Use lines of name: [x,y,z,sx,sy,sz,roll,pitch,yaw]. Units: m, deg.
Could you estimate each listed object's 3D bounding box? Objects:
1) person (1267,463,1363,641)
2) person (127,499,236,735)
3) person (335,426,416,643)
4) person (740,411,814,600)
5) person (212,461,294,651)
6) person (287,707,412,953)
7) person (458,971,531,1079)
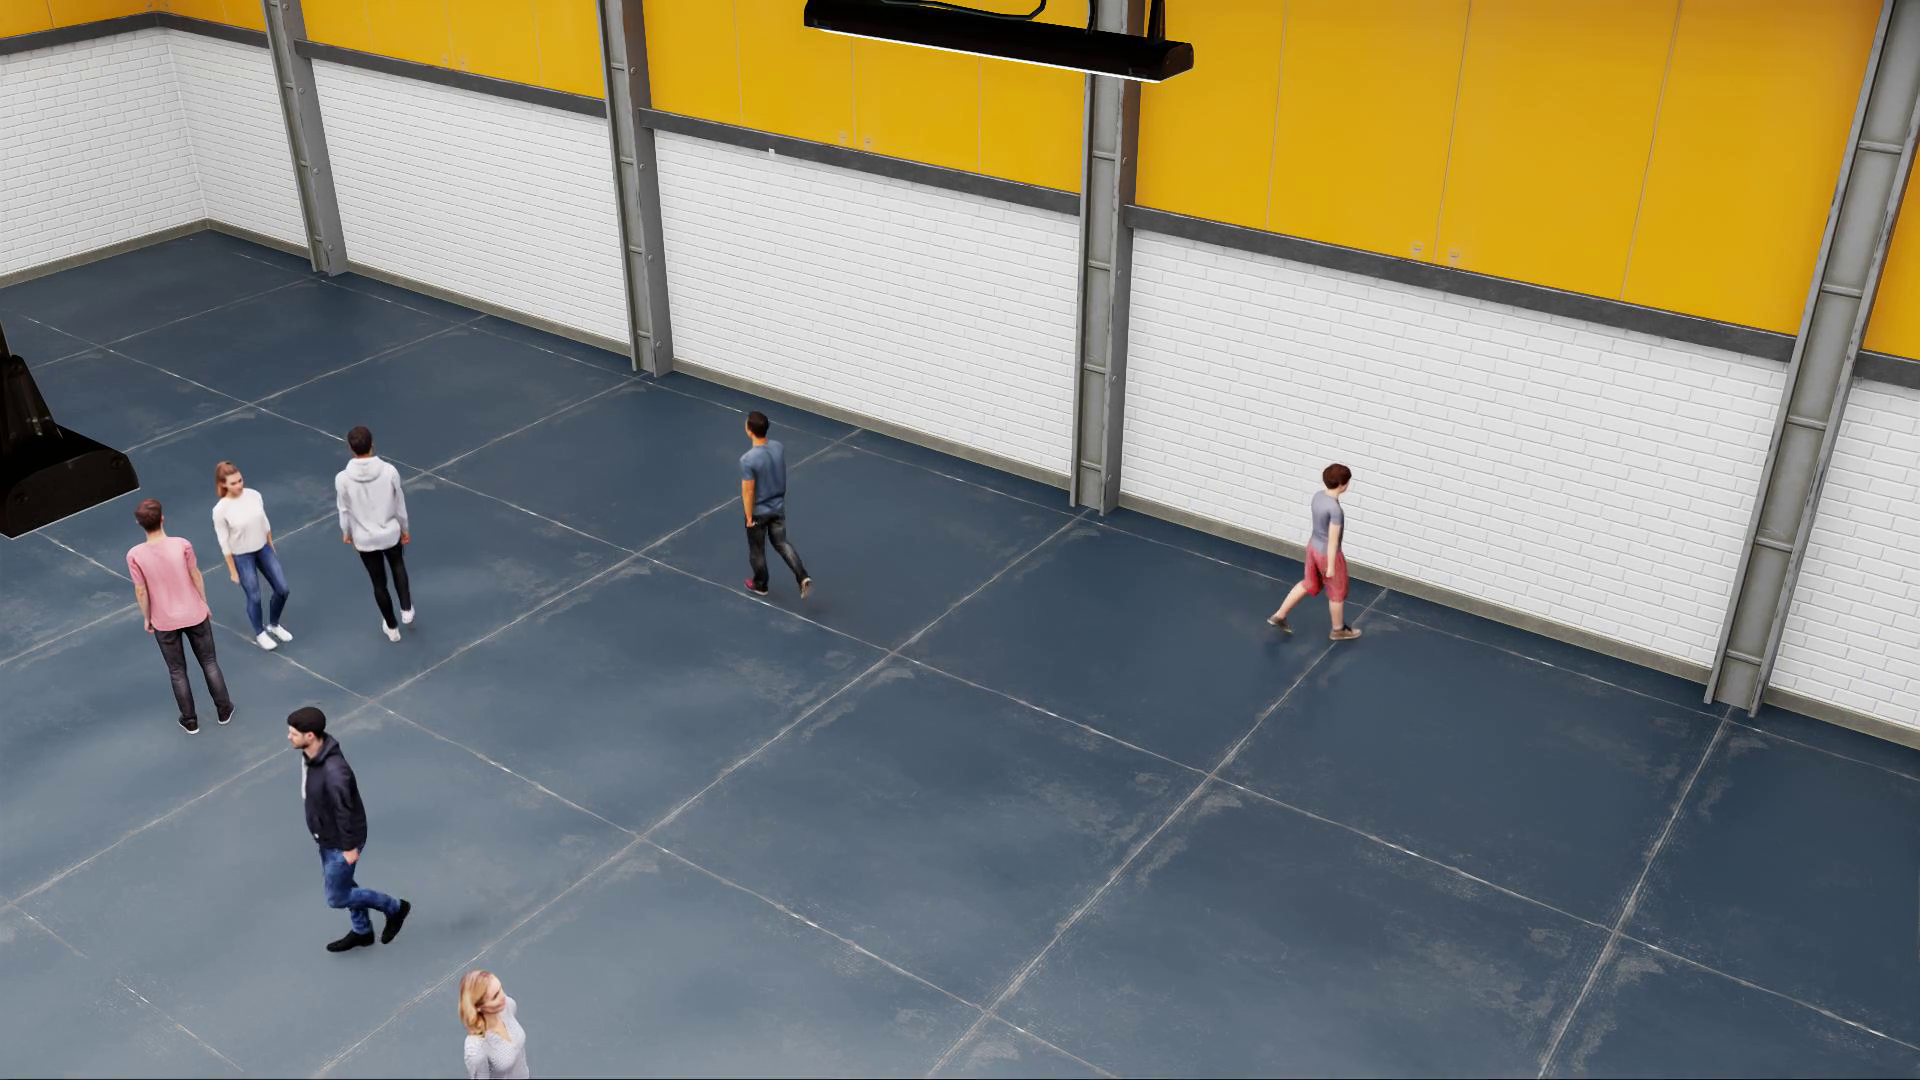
person: [2.967,0.132,13.857,1.076,1.626,1.041,-7,29,-12]
person: [-5.959,0.583,12.677,0.709,1.964,0.696,-16,32,-26]
person: [-4.825,-0.011,13.818,0.814,1.914,0.842,-15,32,-26]
person: [-1.616,-0.259,14.400,1.045,1.792,0.755,24,37,37]
person: [-5.927,0.121,13.789,0.596,1.709,0.632,20,34,32]
person: [-3.825,1.828,10.489,0.891,1.874,0.843,-18,33,-29]
person: [-2.358,2.915,8.579,0.637,1.795,0.657,6,29,12]
